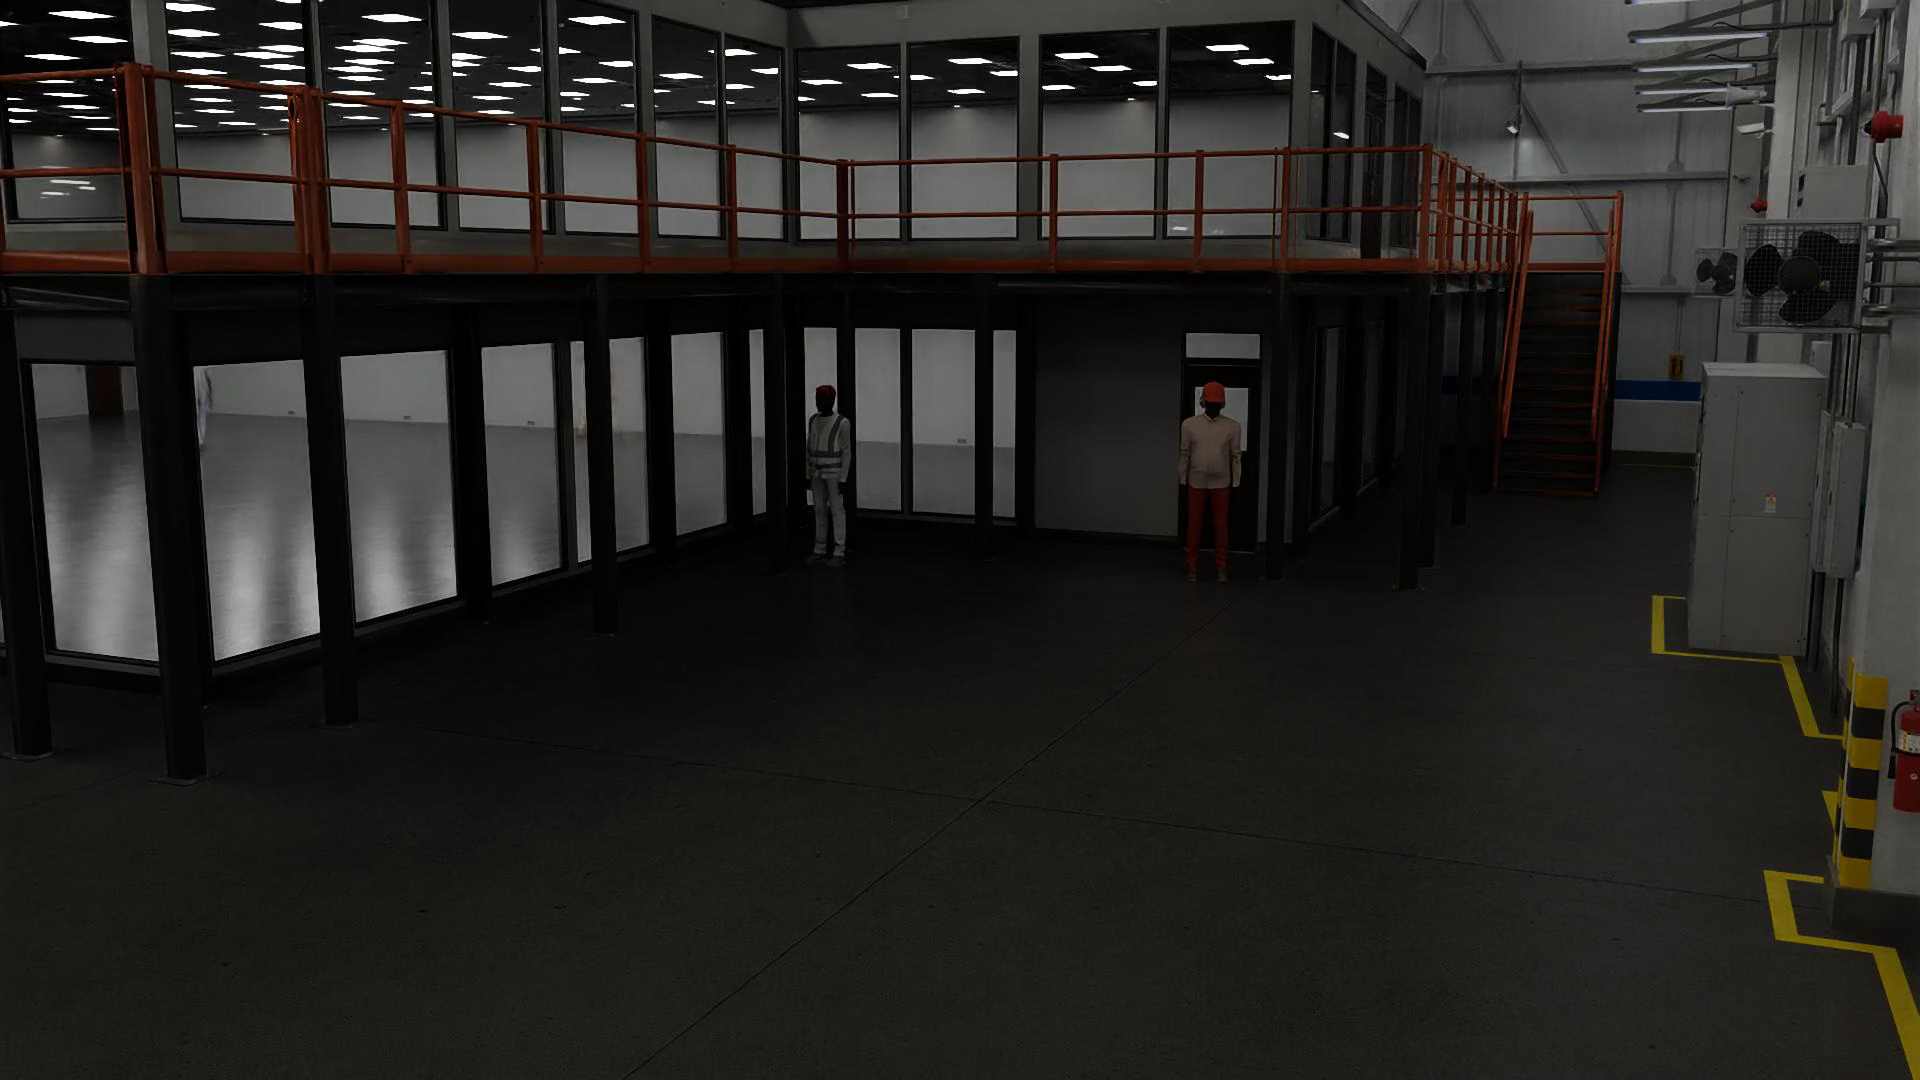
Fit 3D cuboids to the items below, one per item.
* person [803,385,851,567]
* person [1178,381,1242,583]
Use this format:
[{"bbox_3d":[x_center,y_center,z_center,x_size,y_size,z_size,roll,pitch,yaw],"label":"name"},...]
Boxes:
[{"bbox_3d":[-1.384,-0.663,17.228,0.574,1.883,0.355,7,12,37],"label":"person"},{"bbox_3d":[2.447,-0.560,16.285,0.612,1.986,0.406,1,9,5],"label":"person"}]
